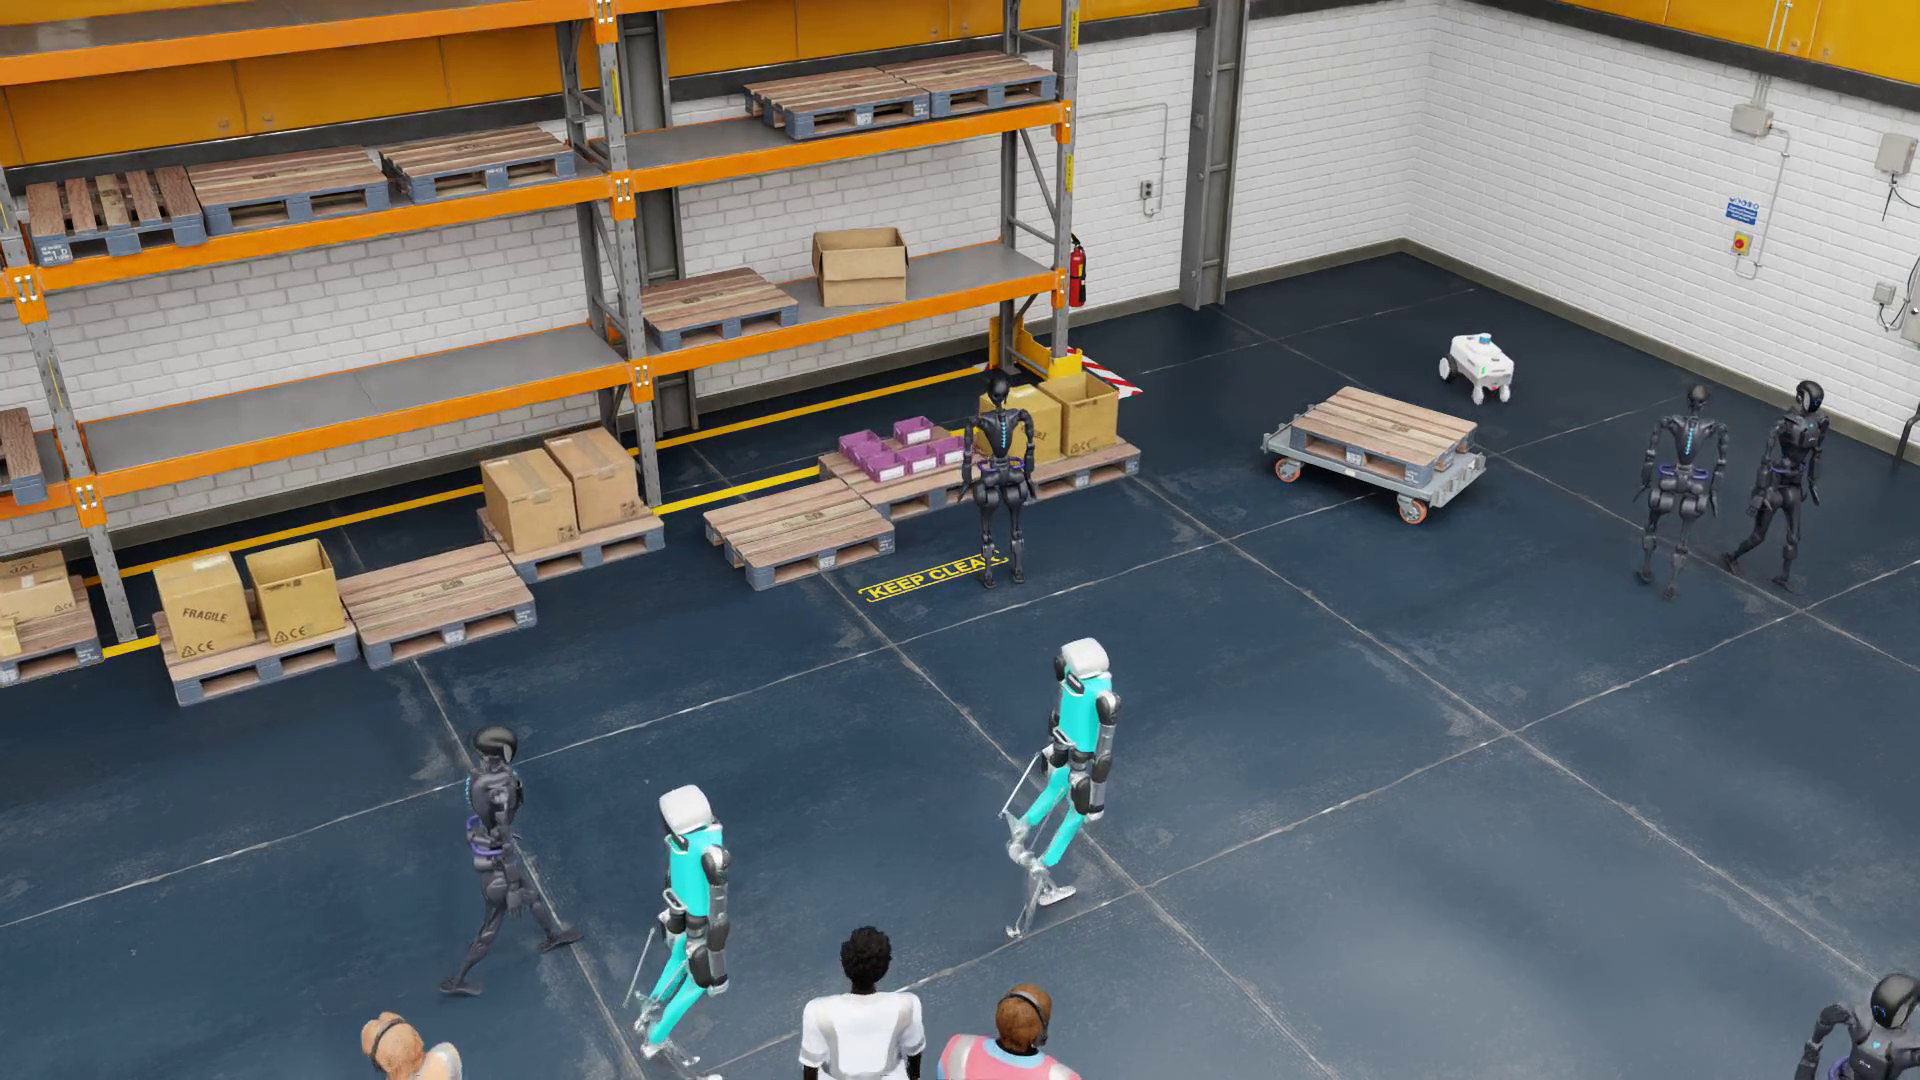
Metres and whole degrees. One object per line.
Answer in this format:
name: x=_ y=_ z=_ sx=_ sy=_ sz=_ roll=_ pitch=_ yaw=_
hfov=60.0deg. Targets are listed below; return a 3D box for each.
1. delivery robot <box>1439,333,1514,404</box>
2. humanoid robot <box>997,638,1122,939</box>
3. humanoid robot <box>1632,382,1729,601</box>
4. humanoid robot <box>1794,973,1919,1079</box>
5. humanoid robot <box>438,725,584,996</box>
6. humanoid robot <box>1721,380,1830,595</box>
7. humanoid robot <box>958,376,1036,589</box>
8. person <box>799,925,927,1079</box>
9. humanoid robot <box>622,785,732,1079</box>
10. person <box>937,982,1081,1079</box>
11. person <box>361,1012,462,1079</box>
delivery robot: x=4.877 y=-1.648 z=15.620 sx=0.499 sy=0.614 sz=0.804 roll=-5 pitch=30 yaw=-9
humanoid robot: x=0.433 y=1.430 z=9.060 sx=0.766 sy=1.890 sz=0.552 roll=-15 pitch=33 yaw=-25
humanoid robot: x=5.274 y=-0.370 z=12.193 sx=0.587 sy=1.647 sz=0.349 roll=11 pitch=31 yaw=19
humanoid robot: x=3.886 y=2.481 z=7.157 sx=0.434 sy=1.643 sz=0.606 roll=-23 pitch=37 yaw=-34
humanoid robot: x=-2.437 y=1.644 z=8.697 sx=0.809 sy=1.611 sz=0.609 roll=-12 pitch=32 yaw=-20
humanoid robot: x=6.083 y=-0.407 z=12.279 sx=0.609 sy=1.642 sz=0.599 roll=-11 pitch=31 yaw=-18
humanoid robot: x=0.280 y=-0.432 z=12.293 sx=0.599 sy=1.657 sz=0.315 roll=-7 pitch=30 yaw=-13
person: x=-0.419 y=2.409 z=7.275 sx=0.563 sy=1.675 sz=0.369 roll=-3 pitch=30 yaw=-5
humanoid robot: x=-1.403 y=2.019 z=7.927 sx=0.665 sy=1.810 sz=0.542 roll=-19 pitch=35 yaw=-30
person: x=0.220 y=2.564 z=6.854 sx=0.629 sy=1.834 sz=0.434 roll=12 pitch=31 yaw=20
person: x=-2.295 y=2.599 z=7.012 sx=0.821 sy=1.603 sz=0.511 roll=22 pitch=36 yaw=33
